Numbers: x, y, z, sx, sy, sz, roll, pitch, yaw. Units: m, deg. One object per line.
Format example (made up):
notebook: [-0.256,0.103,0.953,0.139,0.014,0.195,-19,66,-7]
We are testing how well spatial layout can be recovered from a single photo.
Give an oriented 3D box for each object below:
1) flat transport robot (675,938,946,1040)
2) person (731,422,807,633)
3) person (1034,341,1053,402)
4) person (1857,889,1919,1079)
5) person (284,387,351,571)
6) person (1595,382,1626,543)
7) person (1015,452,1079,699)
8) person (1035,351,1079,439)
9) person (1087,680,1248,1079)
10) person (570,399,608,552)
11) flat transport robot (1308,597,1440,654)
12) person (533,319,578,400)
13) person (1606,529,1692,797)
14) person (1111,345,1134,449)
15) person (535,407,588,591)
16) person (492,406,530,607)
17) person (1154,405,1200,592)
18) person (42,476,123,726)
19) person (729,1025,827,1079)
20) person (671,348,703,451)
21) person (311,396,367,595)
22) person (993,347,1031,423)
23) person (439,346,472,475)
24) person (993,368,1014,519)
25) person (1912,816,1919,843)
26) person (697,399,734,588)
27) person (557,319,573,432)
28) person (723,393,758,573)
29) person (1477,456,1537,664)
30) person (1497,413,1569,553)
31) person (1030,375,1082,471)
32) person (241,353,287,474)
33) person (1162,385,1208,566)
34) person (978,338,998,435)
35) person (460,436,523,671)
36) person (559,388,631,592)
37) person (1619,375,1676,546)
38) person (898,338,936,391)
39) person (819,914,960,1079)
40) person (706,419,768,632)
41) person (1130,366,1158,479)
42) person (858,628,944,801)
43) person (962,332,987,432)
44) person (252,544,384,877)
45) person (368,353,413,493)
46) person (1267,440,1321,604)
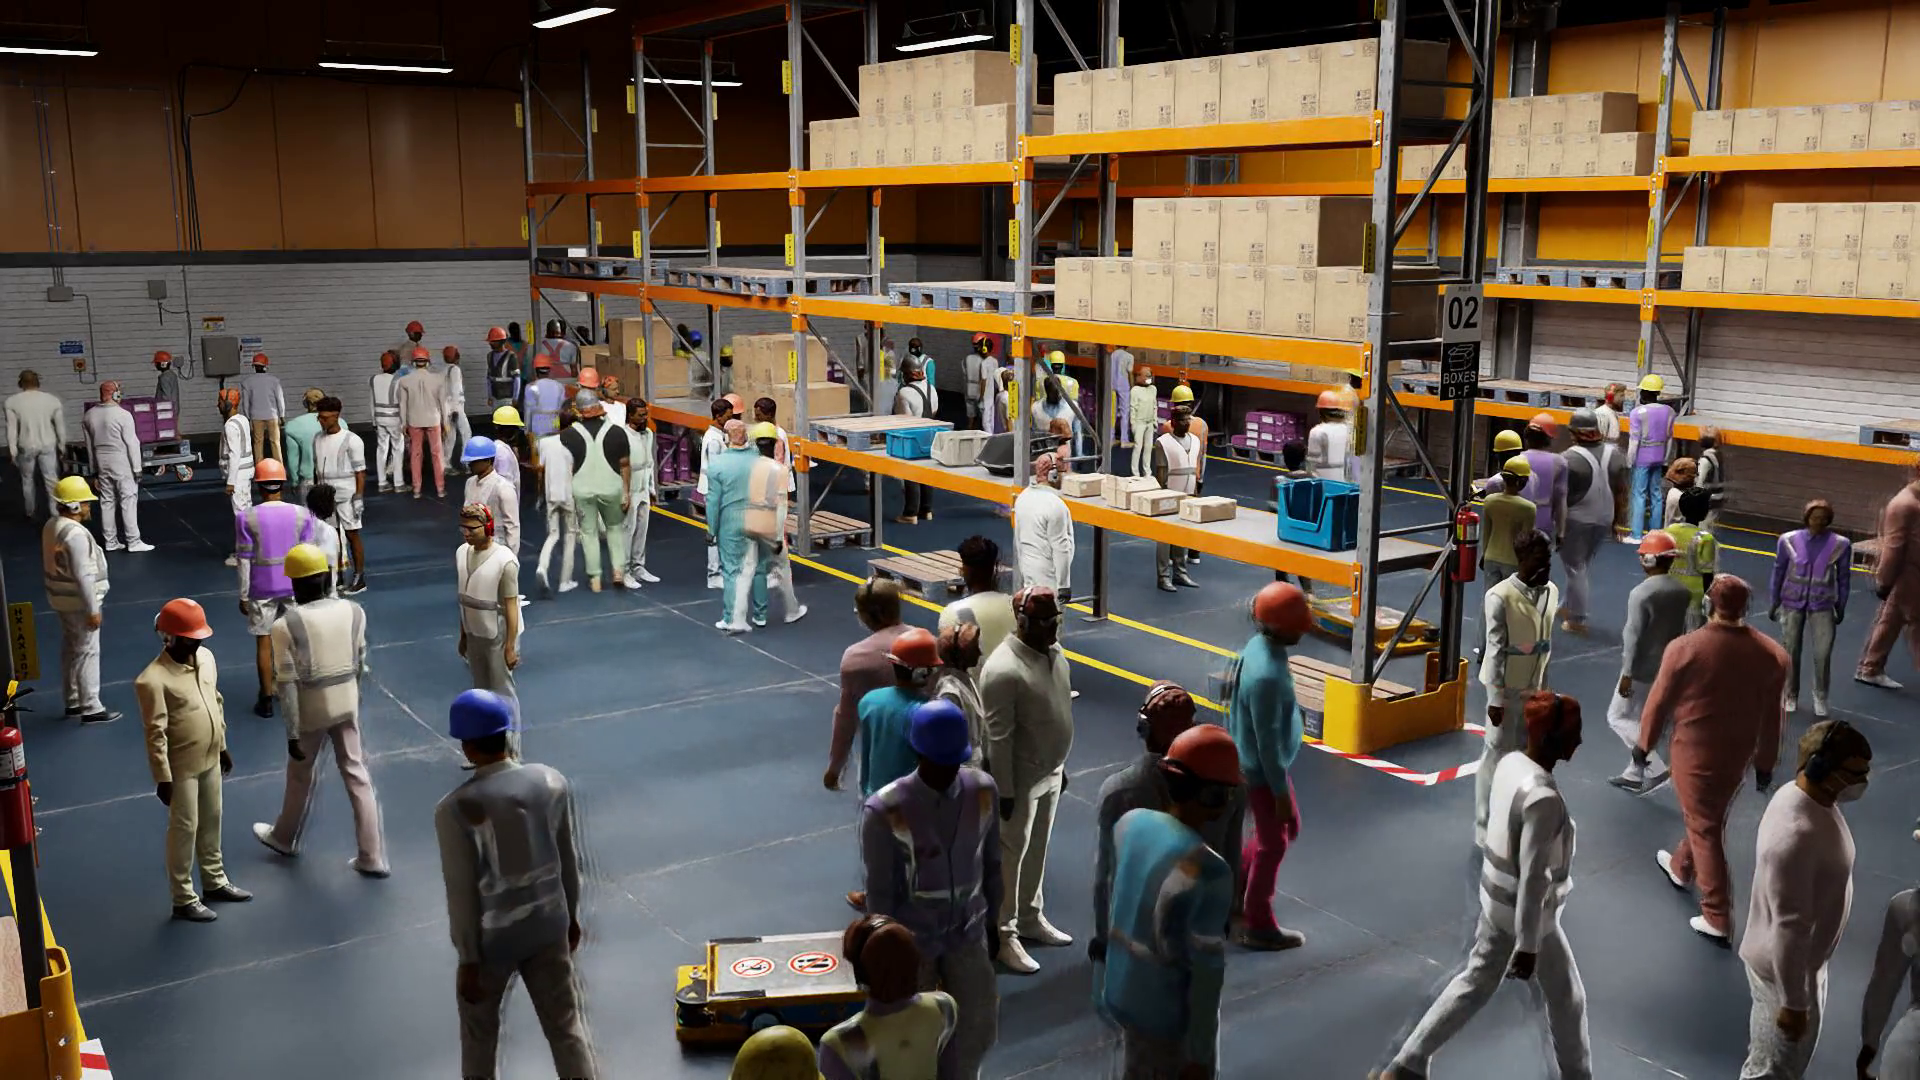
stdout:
flat transport robot: [-0.604,2.067,7.813,1.431,0.197,0.652,-2,11,-8]
person: [-1.754,-0.119,14.896,0.589,1.890,0.875,5,12,23]
person: [1.349,-2.093,25.140,0.572,1.814,0.617,9,15,40]
person: [3.458,1.740,5.762,0.603,1.726,0.395,5,12,25]
person: [-6.644,-0.621,17.292,0.634,1.939,0.367,-4,12,-19]
person: [7.305,-0.888,18.936,0.411,1.833,0.577,6,12,28]
person: [0.685,0.270,12.816,0.407,1.905,0.655,-5,12,-26]
person: [1.282,-1.550,22.115,0.584,1.918,0.408,1,11,6]
person: [0.798,1.487,6.583,0.639,1.910,0.407,-4,12,-20]
person: [-4.029,-0.713,18.376,0.845,1.706,0.586,7,13,33]
flat transport robot: [3.549,0.729,14.663,0.652,0.197,1.431,-5,12,-24]
person: [-6.541,-2.555,26.930,0.689,2.000,0.538,-3,11,-13]
person: [4.382,0.794,10.572,0.585,1.730,0.480,-7,13,-34]
person: [2.554,-2.380,26.554,0.516,1.840,0.344,9,14,39]
person: [-3.918,-0.367,16.270,0.568,1.834,0.630,2,11,8]
person: [-4.294,-0.313,15.784,0.395,1.919,0.582,-4,12,-18]
person: [2.150,-0.423,16.514,0.565,1.846,0.390,-9,14,-39]
person: [-6.433,0.441,12.151,0.596,1.828,0.403,11,15,43]
person: [-0.479,2.043,4.200,0.491,1.731,0.324,9,14,38]
person: [-4.078,-1.969,24.687,0.722,1.746,0.530,8,14,37]
person: [-6.093,-0.438,16.285,0.614,1.963,0.362,5,12,22]
person: [0.745,-1.821,23.673,0.566,1.846,0.387,4,12,21]
person: [-7.221,-1.857,23.882,0.736,1.832,0.661,-10,15,-43]
person: [0.579,-1.186,20.426,0.326,1.842,0.517,-3,11,-13]
person: [5.881,0.896,9.770,0.326,1.843,0.517,8,14,36]
person: [-2.403,-0.459,16.559,0.414,1.906,0.598,-1,11,-4]
person: [-6.801,-2.822,28.591,0.368,1.933,0.630,-3,11,-14]
person: [-2.285,-0.538,16.912,0.547,1.926,0.412,-6,13,-29]
person: [4.494,0.187,13.621,0.340,1.760,0.525,-7,13,-31]
person: [4.952,-0.124,14.630,0.608,1.979,0.891,-1,11,-6]
person: [1.147,-1.039,19.585,0.603,1.886,0.735,3,11,14]
person: [-9.914,-1.783,23.712,0.563,1.752,0.327,-2,11,-10]
person: [2.352,-0.677,17.648,0.582,1.919,0.396,-7,13,-33]
person: [0.415,-2.130,25.223,0.326,1.862,0.508,5,12,23]
person: [-3.821,0.115,13.509,0.615,1.943,0.409,9,14,38]
person: [-3.626,-0.518,16.503,0.696,2.000,0.599,-3,11,-15]
person: [7.731,-0.897,18.727,0.594,1.928,0.364,-4,12,-19]
person: [-0.694,-2.172,25.471,0.630,1.846,0.429,6,13,29]
person: [-0.218,1.925,5.050,0.519,1.634,0.341,-8,14,-37]
person: [-1.981,-0.131,14.880,0.639,1.905,0.407,-7,13,-31]
person: [2.560,-1.602,23.121,0.501,1.625,0.292,-9,14,-40]
person: [-0.239,1.281,8.064,0.582,1.742,0.357,10,15,42]
person: [0.288,-2.208,25.447,0.544,1.929,0.388,9,14,37]
person: [-3.648,0.947,9.415,0.952,1.877,0.596,9,14,38]
person: [-7.646,-1.569,22.320,0.582,1.877,0.360,4,12,20]
person: [3.029,-0.070,15.109,0.544,1.678,0.431,-4,12,-18]
